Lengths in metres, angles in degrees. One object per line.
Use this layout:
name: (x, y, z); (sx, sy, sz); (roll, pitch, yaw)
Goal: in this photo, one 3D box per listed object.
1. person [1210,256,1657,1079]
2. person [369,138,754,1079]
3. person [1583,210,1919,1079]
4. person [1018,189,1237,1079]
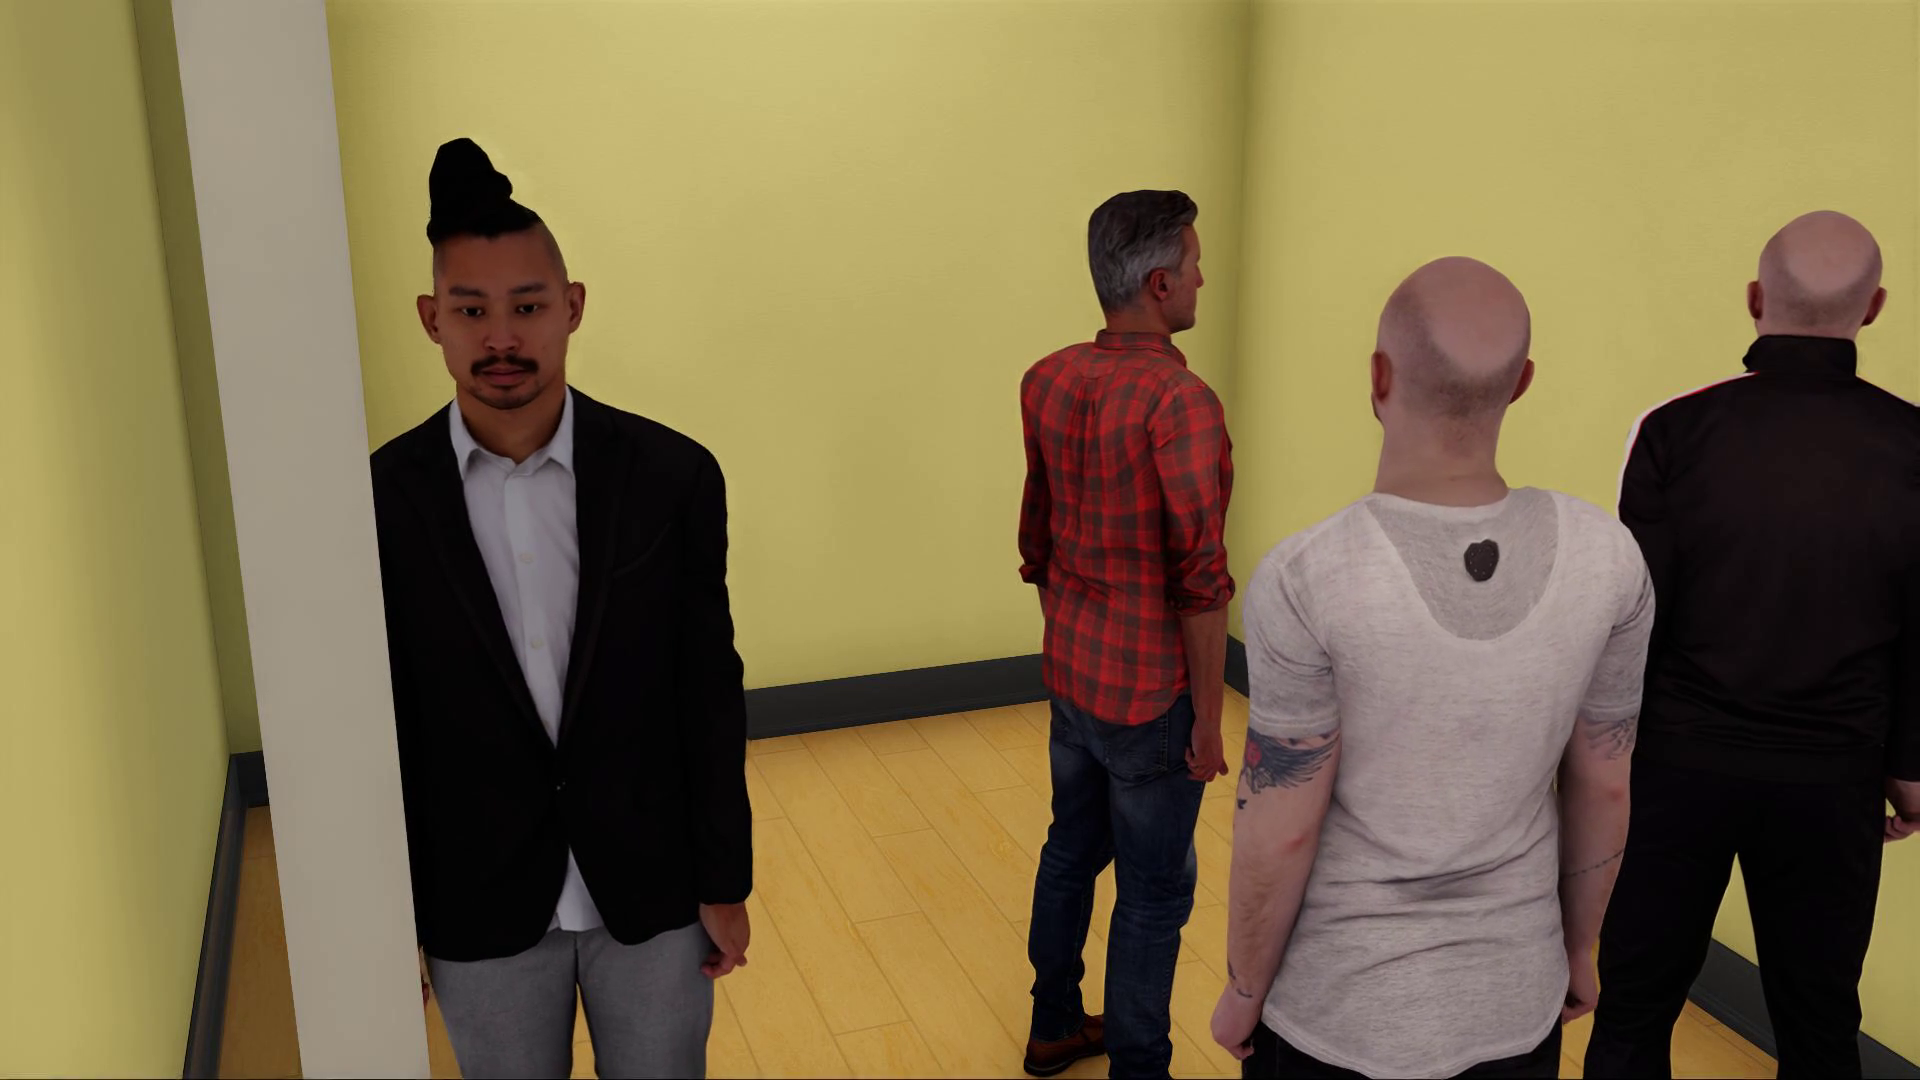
person: (0.569, 0.557, 2.114); (0.596, 1.837, 0.773); (-2, 16, -7)
person: (-0.563, 0.433, 2.340); (0.566, 1.953, 0.783); (-4, 16, -14)
person: (1.267, 0.400, 2.675); (0.725, 1.835, 0.831); (4, 16, 14)
person: (0.318, 0.249, 3.218); (0.615, 1.830, 0.735); (-10, 18, -30)
